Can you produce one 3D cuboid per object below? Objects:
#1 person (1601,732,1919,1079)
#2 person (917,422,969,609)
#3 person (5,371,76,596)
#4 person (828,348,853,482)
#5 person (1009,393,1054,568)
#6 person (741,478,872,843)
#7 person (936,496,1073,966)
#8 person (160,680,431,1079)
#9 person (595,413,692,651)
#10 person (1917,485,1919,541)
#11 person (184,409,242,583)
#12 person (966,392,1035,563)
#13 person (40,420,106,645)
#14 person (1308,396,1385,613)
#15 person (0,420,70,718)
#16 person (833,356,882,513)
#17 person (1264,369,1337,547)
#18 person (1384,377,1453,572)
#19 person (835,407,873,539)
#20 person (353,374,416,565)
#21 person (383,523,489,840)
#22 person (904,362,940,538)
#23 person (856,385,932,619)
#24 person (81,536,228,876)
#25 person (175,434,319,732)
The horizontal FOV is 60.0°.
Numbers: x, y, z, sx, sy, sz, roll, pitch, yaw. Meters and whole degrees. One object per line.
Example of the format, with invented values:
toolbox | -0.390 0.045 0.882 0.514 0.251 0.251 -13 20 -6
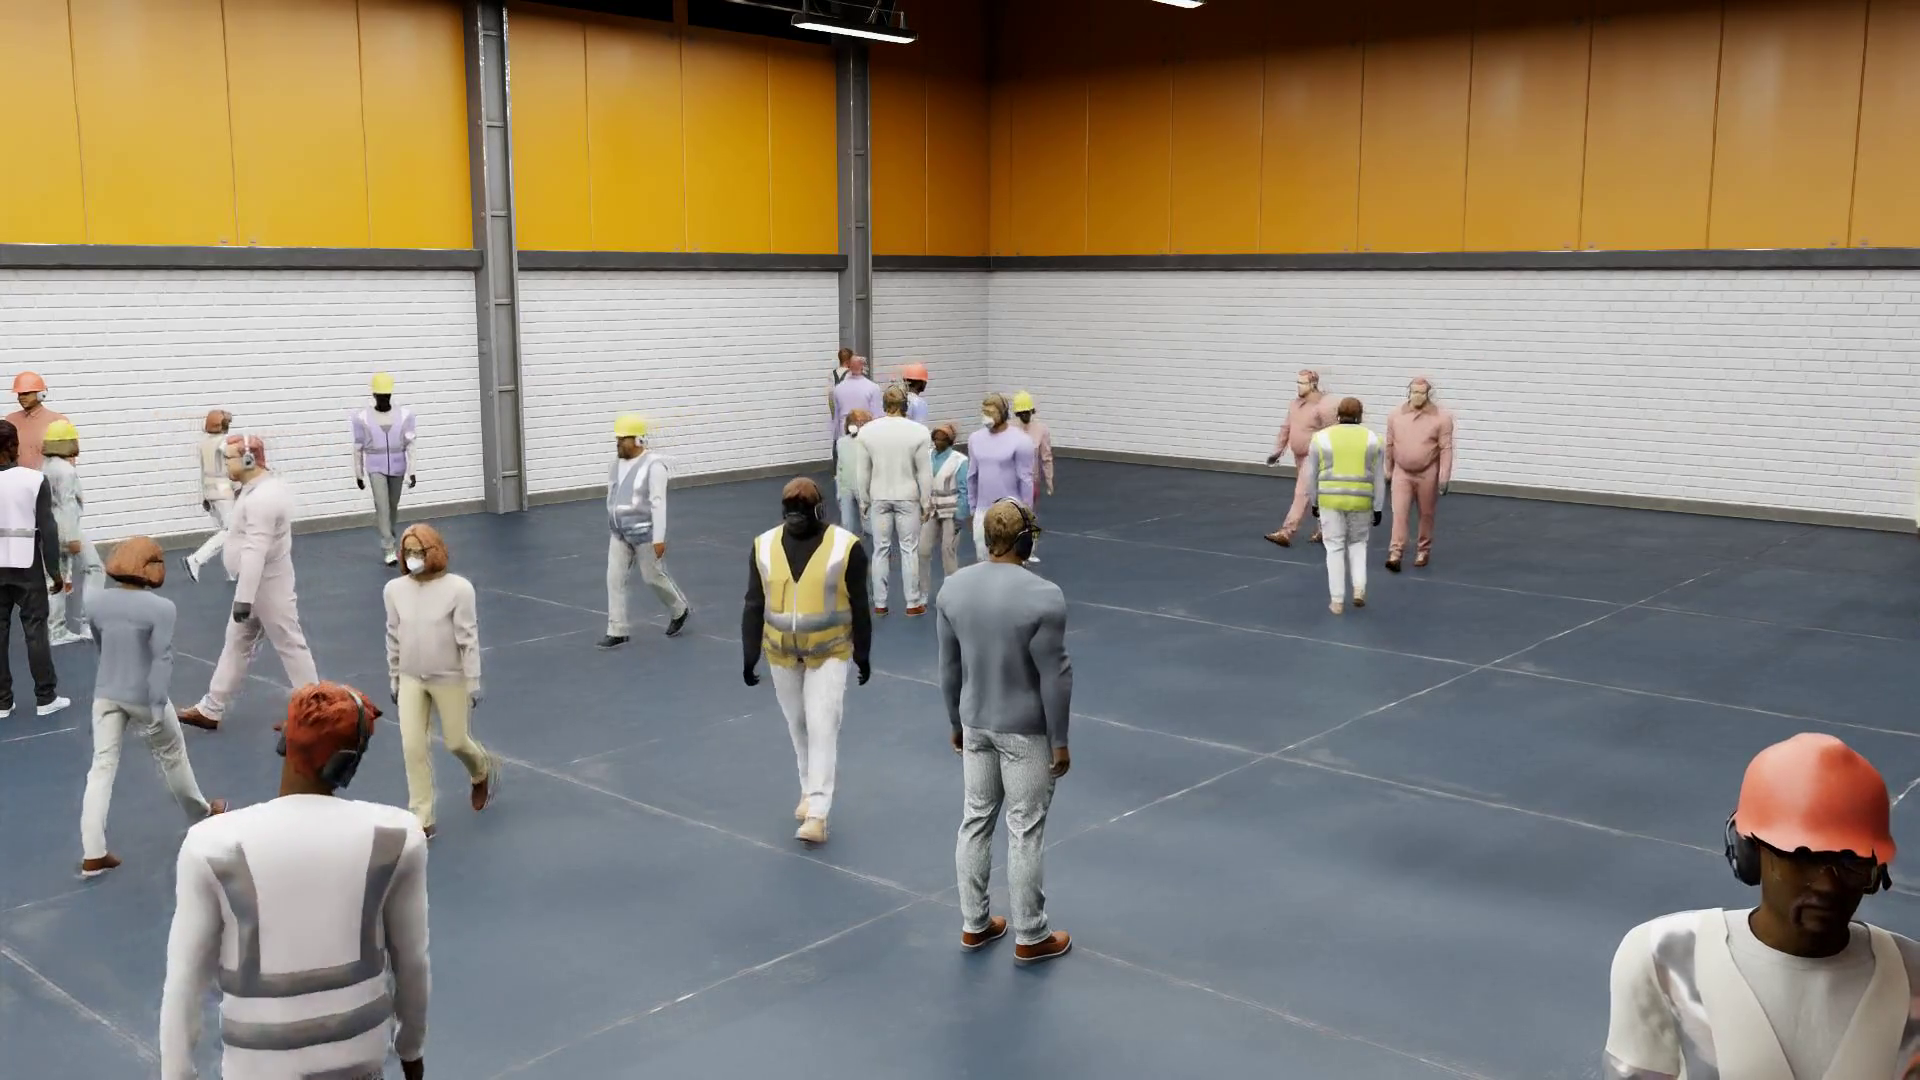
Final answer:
person | 1.464 1.343 3.005 0.607 2.048 0.365 2 9 11
person | -0.210 -0.190 13.978 0.571 1.605 0.620 6 11 32
person | -8.104 -0.484 14.636 0.611 1.996 0.387 1 9 3
person | -1.564 -1.706 22.804 0.507 1.840 0.343 5 10 27
person | 0.626 -0.566 16.050 0.598 1.704 0.927 -2 9 -12
person | -0.807 0.598 8.413 0.649 1.810 0.882 2 9 13
person | 0.194 0.782 6.869 0.627 1.940 0.373 7 11 35
person | -1.662 1.280 4.025 0.777 1.850 0.378 -5 10 -29
person | -2.438 -0.086 12.750 0.597 1.801 0.848 6 11 35
person | 7.882 -0.159 13.180 0.832 1.806 0.596 -5 10 -30
person | -6.800 -0.380 15.173 0.534 1.616 0.627 7 11 37
person | 0.361 -0.242 13.389 0.633 1.919 0.744 7 12 38
person | -6.803 -0.063 12.809 0.506 1.723 0.594 7 12 39
person | 3.234 -0.293 13.993 0.631 1.820 0.448 1 9 6
person | -6.084 0.191 10.659 0.587 1.914 0.391 -2 9 -11
person | -1.162 -1.259 19.897 0.675 1.858 0.982 4 10 24
person | 3.571 -0.847 17.375 1.005 1.855 0.653 -3 10 -21
person | 4.370 -0.622 15.930 0.668 1.854 0.985 4 10 25
person | -0.917 -0.446 15.603 0.505 1.614 0.614 5 10 29
person | -5.698 -0.713 16.501 0.577 1.873 1.018 -5 10 -29
person | -2.643 0.698 8.425 0.508 1.607 0.695 1 9 7
person | -0.552 -0.938 17.737 0.696 1.916 0.554 -6 11 -34
person | -0.537 -0.310 13.729 0.630 1.936 0.366 2 9 11
person | -3.986 0.770 8.075 0.505 1.575 0.903 1 9 7
person | -4.402 0.288 10.187 0.950 1.860 0.679 -5 10 -26
